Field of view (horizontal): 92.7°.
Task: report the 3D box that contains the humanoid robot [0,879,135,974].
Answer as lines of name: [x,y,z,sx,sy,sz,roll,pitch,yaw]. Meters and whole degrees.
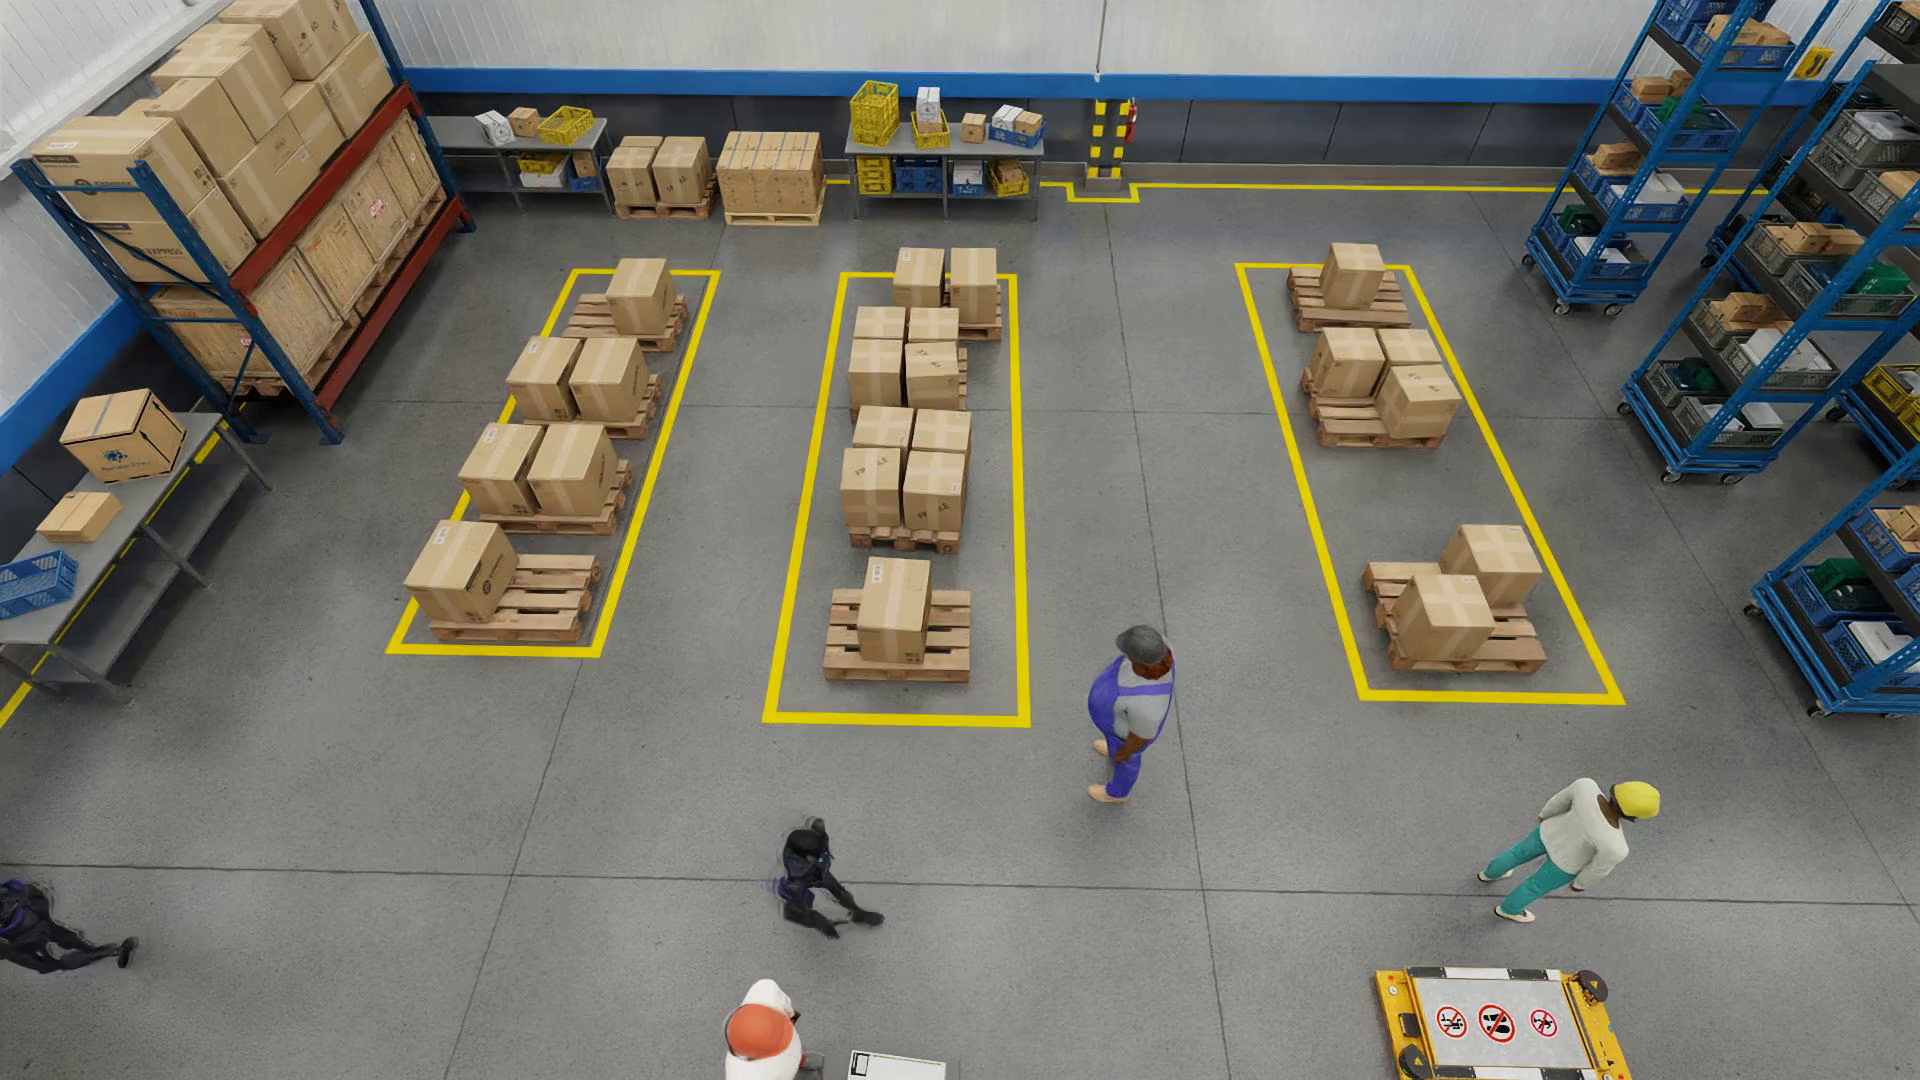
humanoid robot: [-5.888,2.353,5.660,0.462,1.639,0.625,-27,56,-20]

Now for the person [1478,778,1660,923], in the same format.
person: [3.909,1.980,5.905,0.316,1.767,0.533,-3,51,-3]

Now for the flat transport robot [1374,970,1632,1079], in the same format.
flat transport robot: [3.501,3.133,5.914,1.431,0.197,0.652,1,51,1]

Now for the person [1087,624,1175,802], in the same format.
person: [1.145,1.206,6.360,0.537,2.000,0.681,12,52,10]

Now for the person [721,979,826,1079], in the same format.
person: [-1.004,2.874,5.039,0.402,1.987,0.617,3,51,3]

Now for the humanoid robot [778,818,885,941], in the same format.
humanoid robot: [-0.897,2.176,5.823,0.750,1.625,0.584,16,53,12]
